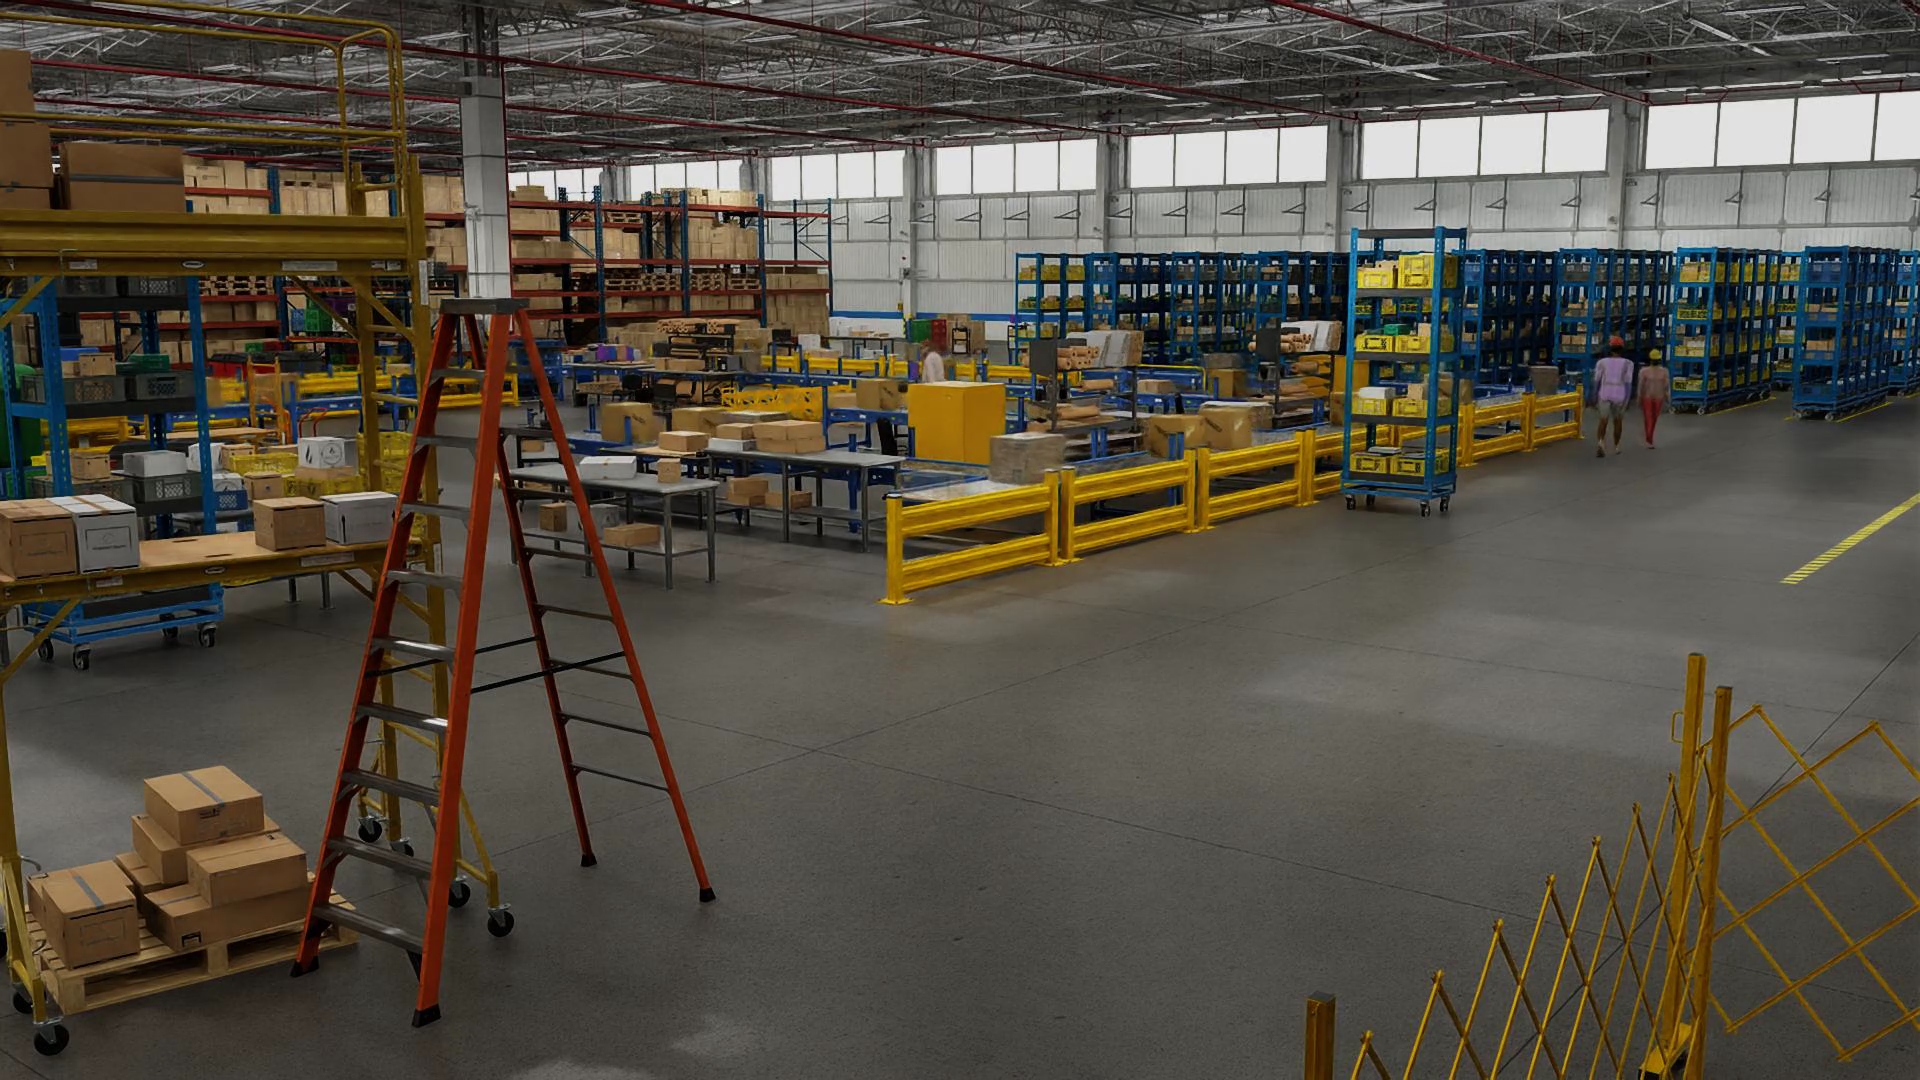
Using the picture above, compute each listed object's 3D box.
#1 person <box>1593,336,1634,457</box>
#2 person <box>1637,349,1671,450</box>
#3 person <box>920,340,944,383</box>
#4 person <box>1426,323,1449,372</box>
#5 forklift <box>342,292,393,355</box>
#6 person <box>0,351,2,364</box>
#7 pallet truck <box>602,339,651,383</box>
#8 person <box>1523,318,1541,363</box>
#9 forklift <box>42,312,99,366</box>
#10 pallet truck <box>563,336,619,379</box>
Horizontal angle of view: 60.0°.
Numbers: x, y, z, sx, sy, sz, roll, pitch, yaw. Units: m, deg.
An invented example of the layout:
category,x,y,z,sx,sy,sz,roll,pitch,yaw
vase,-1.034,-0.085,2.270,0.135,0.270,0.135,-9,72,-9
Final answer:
category,x,y,z,sx,sy,sz,roll,pitch,yaw
person,10.827,-2.377,27.634,0.618,2.014,0.975,5,10,29
person,12.084,-2.466,29.014,0.523,1.726,0.898,1,9,4
person,-0.479,-2.736,30.392,1.054,1.831,0.717,2,9,15
person,11.991,-4.550,41.757,0.623,1.805,0.429,7,12,39
forklift,-16.485,-5.622,45.120,1.129,2.768,1.873,7,11,37
person,-24.387,-4.486,42.032,0.818,1.600,0.504,8,12,41
pallet truck,-8.991,-4.871,45.351,0.653,1.274,1.630,7,11,37
person,16.335,-5.507,47.315,1.049,1.933,0.618,-7,11,-36
forklift,-23.779,-5.451,44.052,1.873,2.768,1.129,7,11,36
pallet truck,-10.690,-5.294,48.215,1.601,1.201,0.680,-5,10,-26
